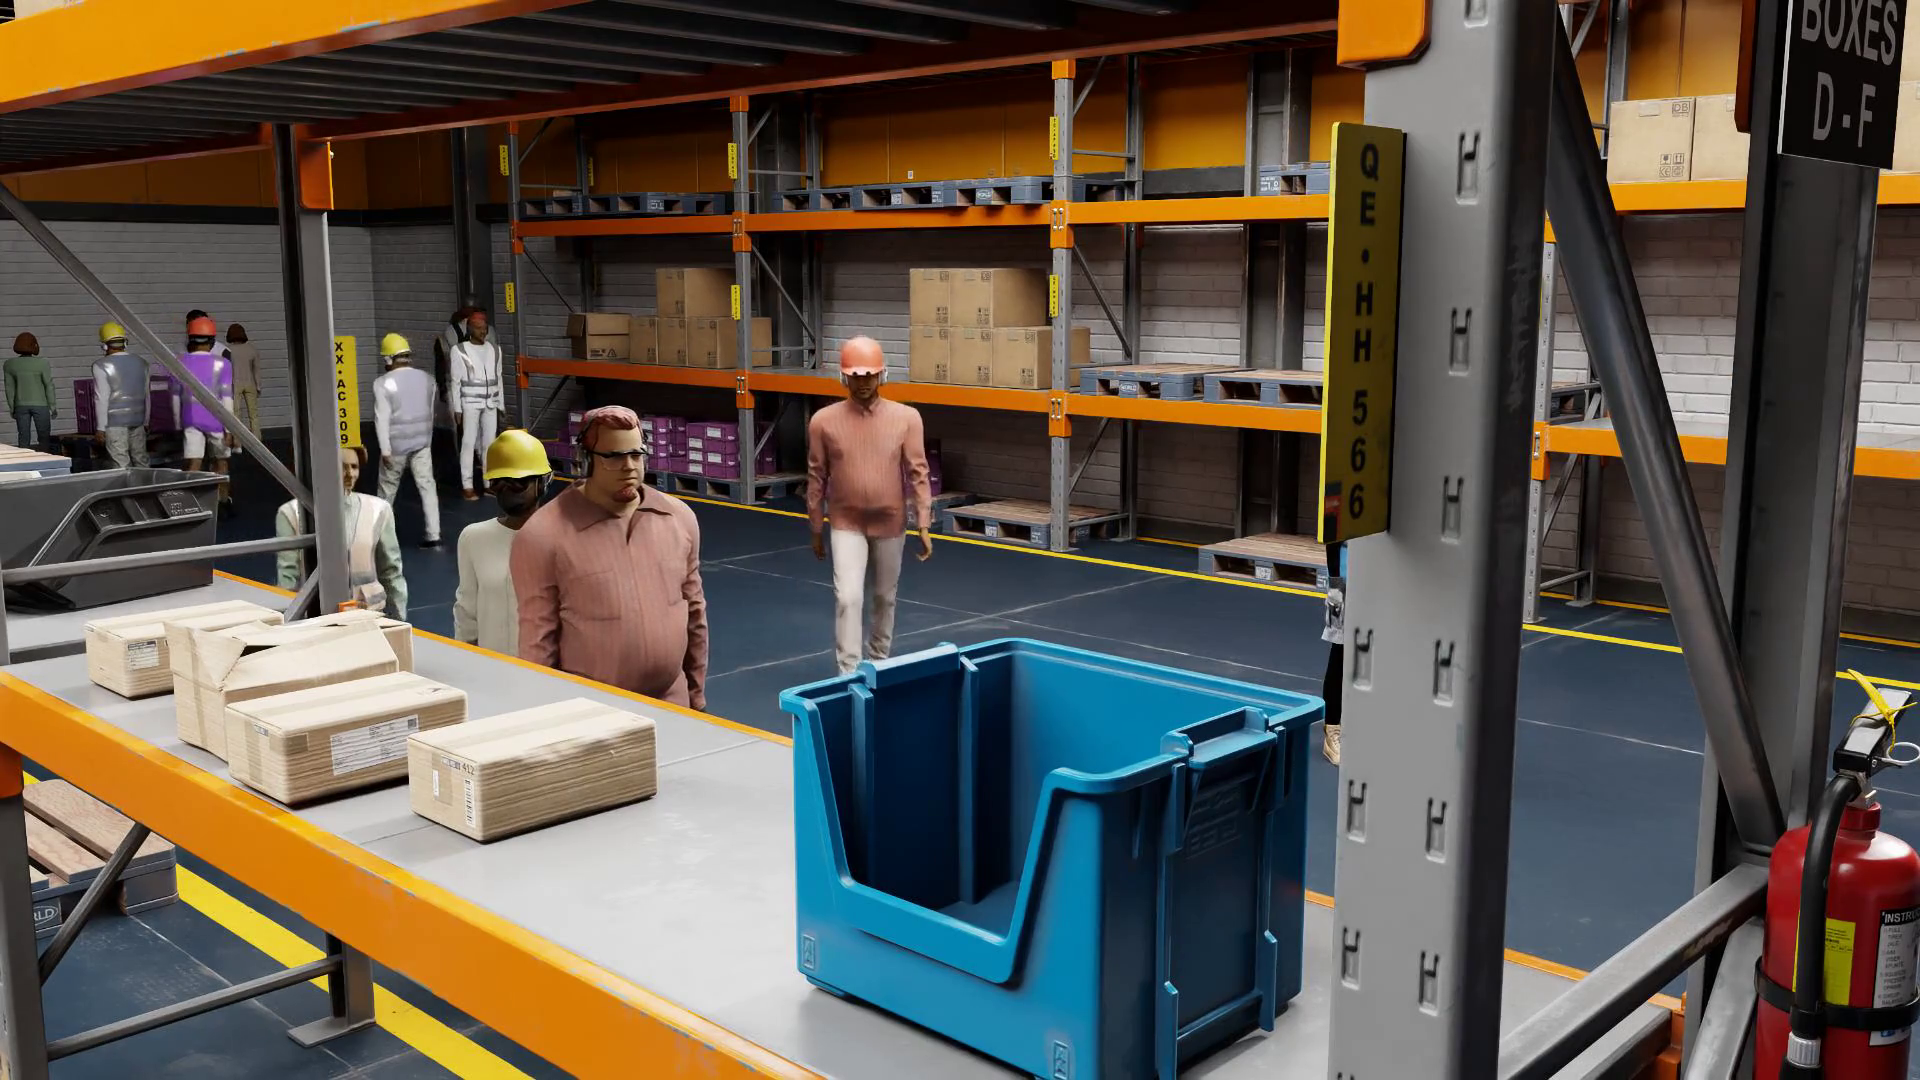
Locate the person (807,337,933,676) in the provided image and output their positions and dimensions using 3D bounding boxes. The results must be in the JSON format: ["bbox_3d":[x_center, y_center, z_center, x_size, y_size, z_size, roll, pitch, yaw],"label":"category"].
[{"bbox_3d":[-0.460,-0.057,8.595,0.636,1.951,0.920,-1,9,-7],"label":"person"}]

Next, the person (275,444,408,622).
[{"bbox_3d":[-2.588,0.370,7.018,0.537,1.621,0.383,-9,13,-44],"label":"person"}]

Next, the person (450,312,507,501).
[{"bbox_3d":[-4.835,-1.344,16.727,0.337,1.883,0.584,8,12,42],"label":"person"}]

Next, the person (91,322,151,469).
[{"bbox_3d":[-7.753,-1.095,15.374,0.403,1.828,0.593,4,10,22],"label":"person"}]

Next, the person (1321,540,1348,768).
[{"bbox_3d":[1.907,0.212,7.766,0.533,1.697,0.318,-5,11,-29],"label":"person"}]

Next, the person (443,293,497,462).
[{"bbox_3d":[-5.740,-1.912,19.733,0.673,2.000,0.536,2,9,10],"label":"person"}]

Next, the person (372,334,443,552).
[{"bbox_3d":[-4.620,-0.808,13.750,0.941,1.776,0.606,8,12,40],"label":"person"}]

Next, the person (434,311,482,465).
[{"bbox_3d":[-5.866,-1.792,19.673,0.643,1.836,0.547,-3,10,-20],"label":"person"}]

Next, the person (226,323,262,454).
[{"bbox_3d":[-9.037,-1.902,20.914,0.499,1.634,0.288,-8,12,-39],"label":"person"}]

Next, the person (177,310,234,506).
[{"bbox_3d":[-7.373,-1.287,16.273,0.587,1.920,0.395,3,10,15],"label":"person"}]

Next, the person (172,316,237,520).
[{"bbox_3d":[-6.834,-1.066,14.996,0.584,1.891,0.957,-1,9,-8],"label":"person"}]

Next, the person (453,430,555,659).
[{"bbox_3d":[-1.510,0.497,5.806,0.524,1.769,0.315,1,9,6],"label":"person"}]

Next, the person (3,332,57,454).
[{"bbox_3d":[-10.032,-1.424,17.984,0.498,1.634,0.279,-1,9,-6],"label":"person"}]

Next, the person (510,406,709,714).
[{"bbox_3d":[-1.065,0.524,5.257,0.636,1.900,0.402,-8,12,-40],"label":"person"}]
